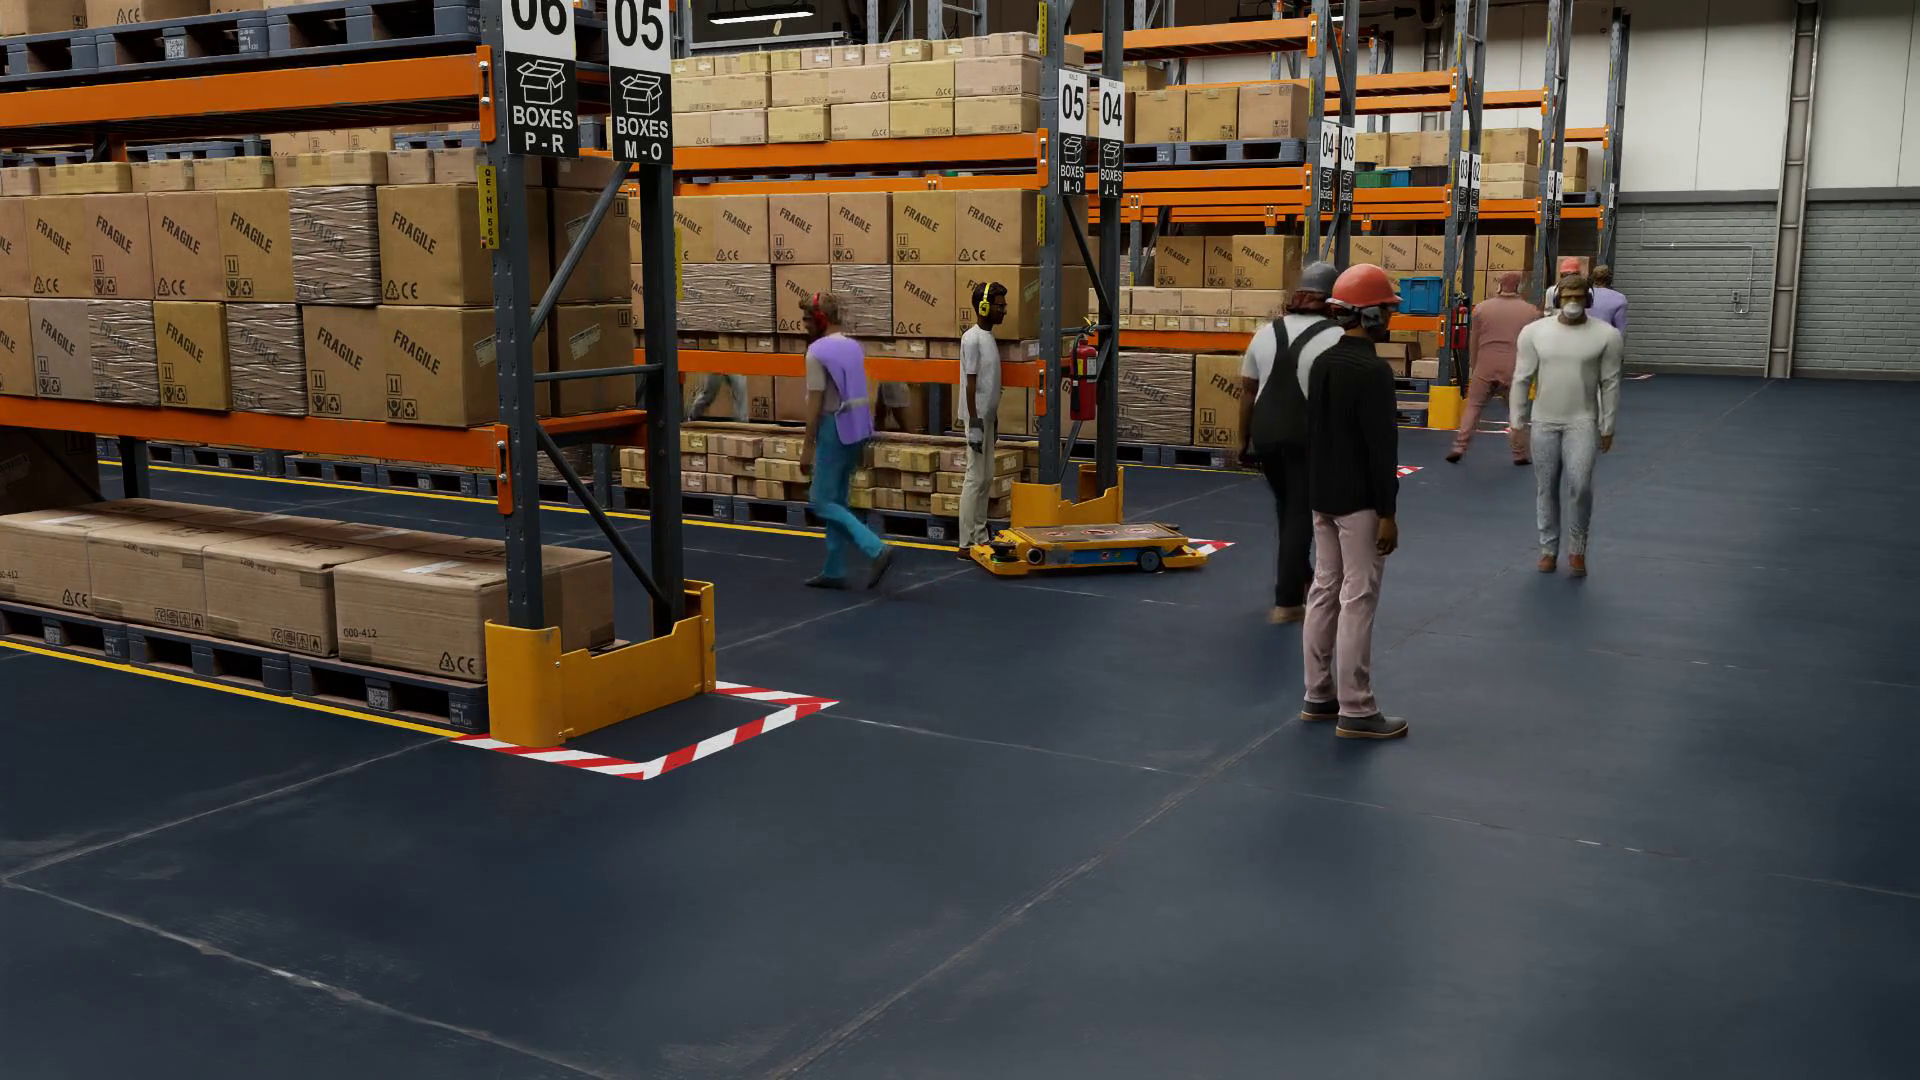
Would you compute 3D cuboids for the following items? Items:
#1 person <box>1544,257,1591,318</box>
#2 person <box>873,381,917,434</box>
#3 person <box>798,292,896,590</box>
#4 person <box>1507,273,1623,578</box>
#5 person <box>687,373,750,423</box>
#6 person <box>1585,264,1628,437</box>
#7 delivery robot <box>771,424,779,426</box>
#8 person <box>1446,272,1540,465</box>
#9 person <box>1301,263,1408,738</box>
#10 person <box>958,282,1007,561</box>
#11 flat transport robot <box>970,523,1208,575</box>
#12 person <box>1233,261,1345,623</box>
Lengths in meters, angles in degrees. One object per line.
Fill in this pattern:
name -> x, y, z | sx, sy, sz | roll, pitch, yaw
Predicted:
person -> 7.977, -2.698, 21.831 | 0.621, 2.025, 0.733 | 6, 11, 32
person -> -0.743, -1.578, 15.366 | 1.017, 1.995, 0.614 | 4, 10, 22
person -> -0.682, -0.573, 9.980 | 0.607, 1.817, 0.607 | 4, 10, 22
person -> 3.811, -0.715, 10.537 | 0.650, 1.919, 0.642 | 5, 11, 27
person -> -2.559, -1.928, 17.678 | 0.974, 1.908, 0.628 | 6, 12, 33
person -> 7.174, -2.127, 18.738 | 0.630, 1.940, 0.372 | 6, 11, 32
delivery robot -> -1.627, -0.770, 14.563 | 0.707, 0.478, 0.477 | 6, 11, 31
person -> 5.209, -1.645, 16.139 | 0.851, 1.874, 0.545 | 3, 10, 19
person -> 1.675, -0.162, 7.063 | 0.375, 1.997, 0.612 | -3, 10, -17
person -> 0.161, -0.781, 11.098 | 0.333, 1.860, 0.509 | 3, 10, 16
flat transport robot -> 0.835, 0.046, 10.887 | 1.431, 0.197, 0.652 | -2, 10, -13
person -> 2.004, -0.587, 9.421 | 0.949, 2.000, 0.724 | -10, 14, -44
